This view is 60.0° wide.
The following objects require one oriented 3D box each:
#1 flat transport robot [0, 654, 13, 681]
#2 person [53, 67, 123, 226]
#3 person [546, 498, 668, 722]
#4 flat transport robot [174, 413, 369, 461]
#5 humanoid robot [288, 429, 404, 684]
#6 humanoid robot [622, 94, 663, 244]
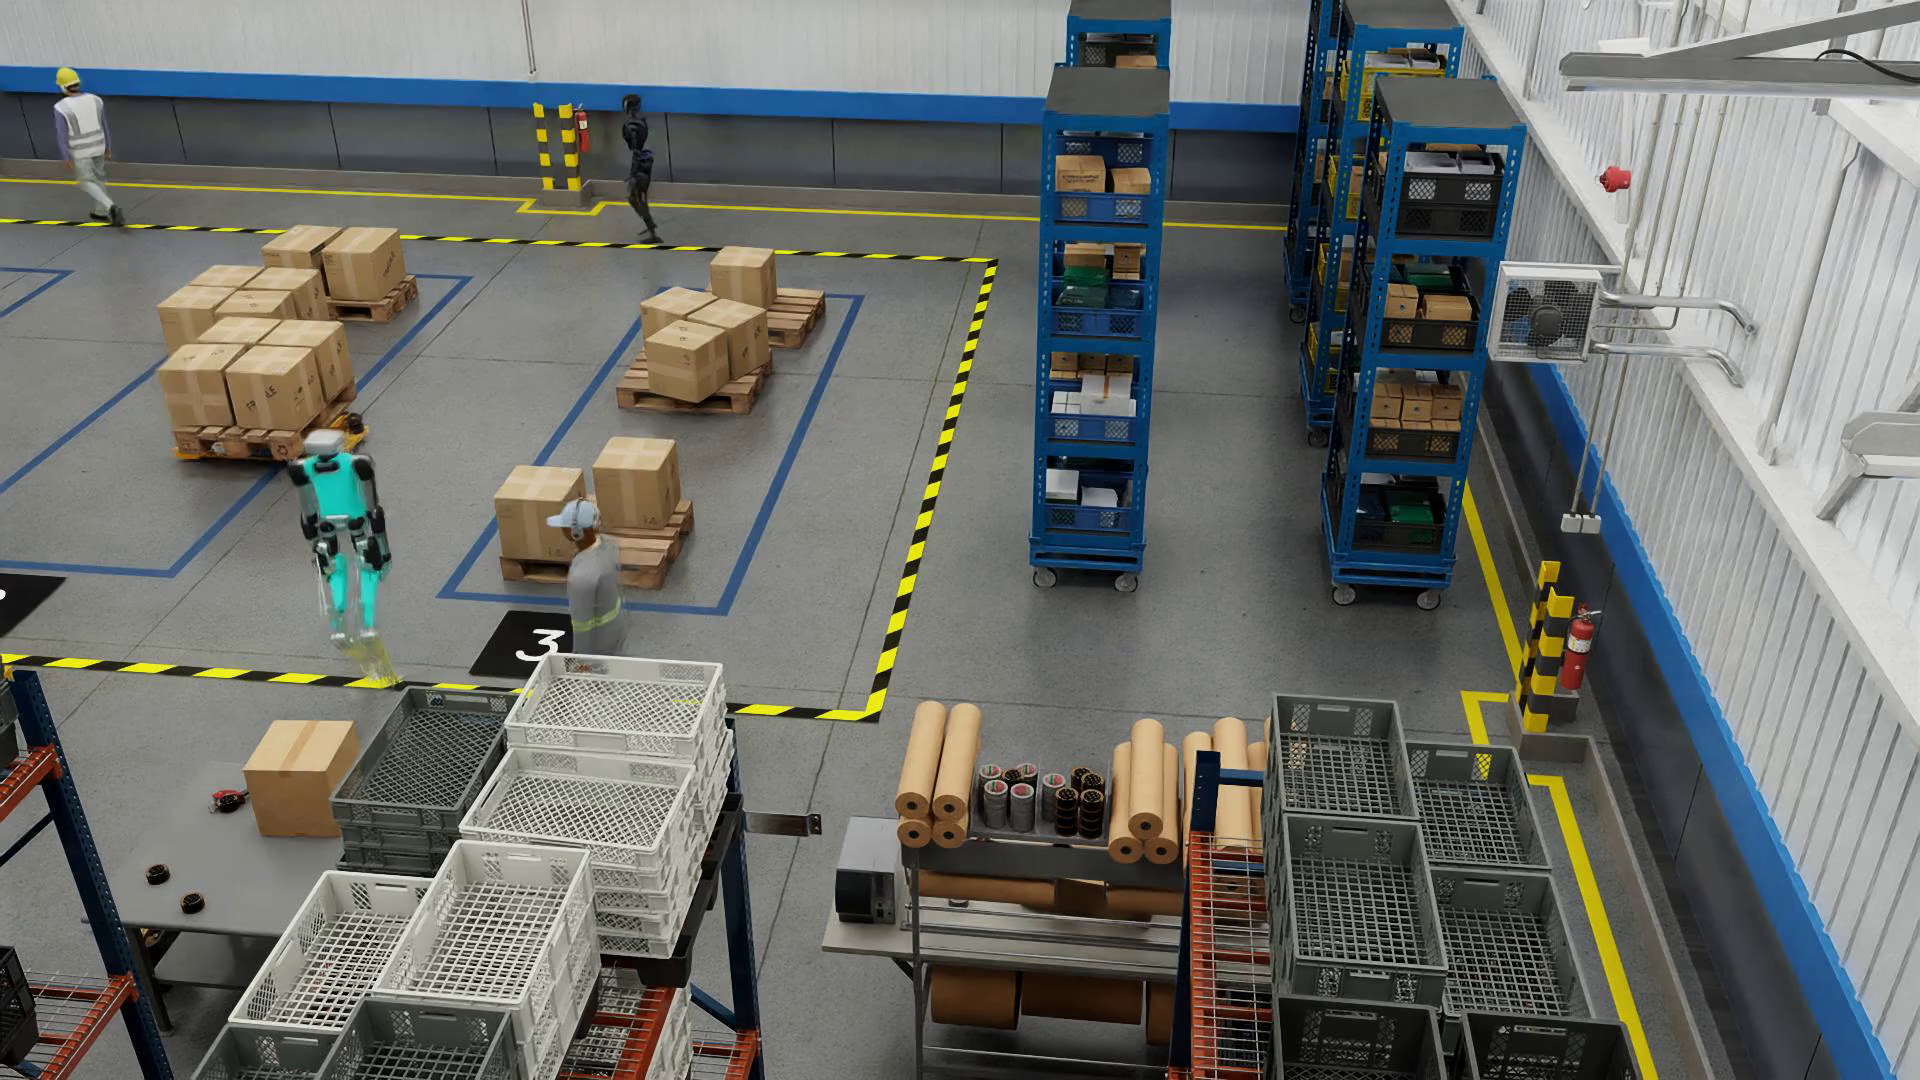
[{"bbox_3d":[-7.142,0.969,11.010,1.431,0.231,0.659,3,30,6],"label":"flat transport robot"},{"bbox_3d":[-9.785,-4.390,18.682,0.679,1.810,0.597,16,34,25],"label":"person"},{"bbox_3d":[-2.187,0.570,10.129,0.647,1.836,0.598,0,30,-1],"label":"person"},{"bbox_3d":[-5.869,-0.896,14.184,1.431,0.197,0.652,3,30,6],"label":"flat transport robot"},{"bbox_3d":[-4.026,0.217,10.873,0.568,1.787,0.786,-3,30,-4],"label":"humanoid robot"},{"bbox_3d":[-3.515,-4.061,18.246,0.360,1.654,0.600,-2,30,-4],"label":"humanoid robot"}]
